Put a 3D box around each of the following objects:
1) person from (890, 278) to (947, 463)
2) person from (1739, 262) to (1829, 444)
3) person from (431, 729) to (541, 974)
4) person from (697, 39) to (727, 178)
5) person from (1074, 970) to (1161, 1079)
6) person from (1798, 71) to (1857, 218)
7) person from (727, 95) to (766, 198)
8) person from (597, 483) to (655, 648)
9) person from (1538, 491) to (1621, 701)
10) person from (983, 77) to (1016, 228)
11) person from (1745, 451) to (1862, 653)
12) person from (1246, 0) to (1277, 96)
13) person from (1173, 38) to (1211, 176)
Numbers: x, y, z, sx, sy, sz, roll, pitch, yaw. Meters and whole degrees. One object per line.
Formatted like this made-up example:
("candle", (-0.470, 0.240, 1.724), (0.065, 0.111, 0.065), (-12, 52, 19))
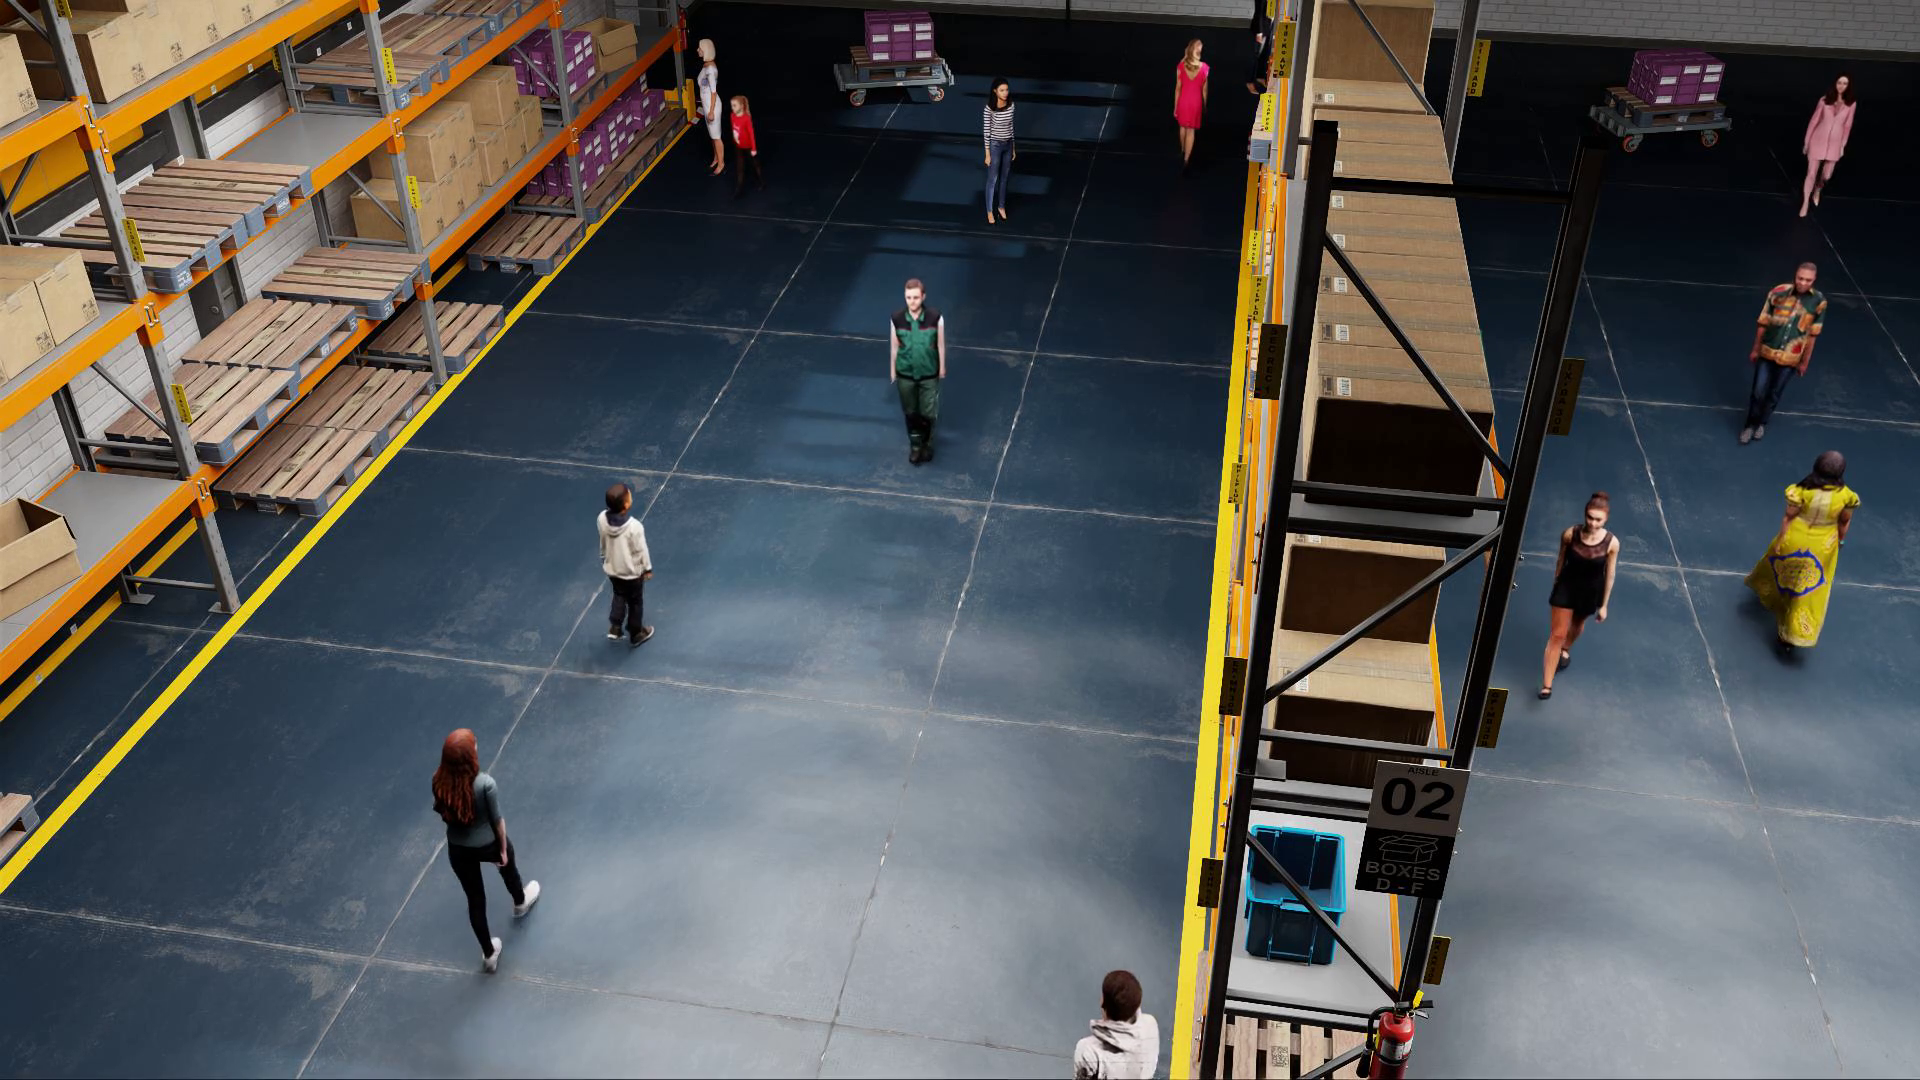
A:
("person", (-0.375, -1.571, 15.216), (0.676, 1.832, 0.673), (3, 34, 4))
("person", (7.704, -1.800, 15.593), (0.793, 1.797, 0.851), (14, 36, 20))
("person", (-2.950, 1.923, 10.063), (0.650, 1.717, 0.953), (2, 34, 2))
("person", (-3.173, -5.537, 21.255), (0.699, 1.751, 0.581), (-9, 35, -14))
("person", (0.829, 2.979, 8.386), (0.929, 1.814, 1.003), (-17, 37, -24))
("person", (10.471, -4.796, 20.106), (0.725, 1.790, 0.795), (15, 36, 21))
("person", (-2.650, -4.940, 20.813), (0.780, 1.247, 0.995), (16, 37, 23))
("person", (-2.636, 0.236, 12.847), (0.682, 1.445, 0.714), (16, 37, 23))
("person", (4.671, 0.351, 12.504), (0.733, 1.633, 1.123), (12, 35, 17))
("person", (0.466, -4.643, 19.869), (0.624, 1.797, 0.689), (-22, 39, -29))
("person", (6.566, 0.106, 12.895), (0.873, 1.609, 1.286), (12, 35, 17))
("person", (4.262, -7.099, 23.077), (0.805, 1.775, 0.796), (25, 41, 33))
("person", (2.936, -5.495, 21.259), (0.595, 1.678, 1.059), (7, 34, 10))
